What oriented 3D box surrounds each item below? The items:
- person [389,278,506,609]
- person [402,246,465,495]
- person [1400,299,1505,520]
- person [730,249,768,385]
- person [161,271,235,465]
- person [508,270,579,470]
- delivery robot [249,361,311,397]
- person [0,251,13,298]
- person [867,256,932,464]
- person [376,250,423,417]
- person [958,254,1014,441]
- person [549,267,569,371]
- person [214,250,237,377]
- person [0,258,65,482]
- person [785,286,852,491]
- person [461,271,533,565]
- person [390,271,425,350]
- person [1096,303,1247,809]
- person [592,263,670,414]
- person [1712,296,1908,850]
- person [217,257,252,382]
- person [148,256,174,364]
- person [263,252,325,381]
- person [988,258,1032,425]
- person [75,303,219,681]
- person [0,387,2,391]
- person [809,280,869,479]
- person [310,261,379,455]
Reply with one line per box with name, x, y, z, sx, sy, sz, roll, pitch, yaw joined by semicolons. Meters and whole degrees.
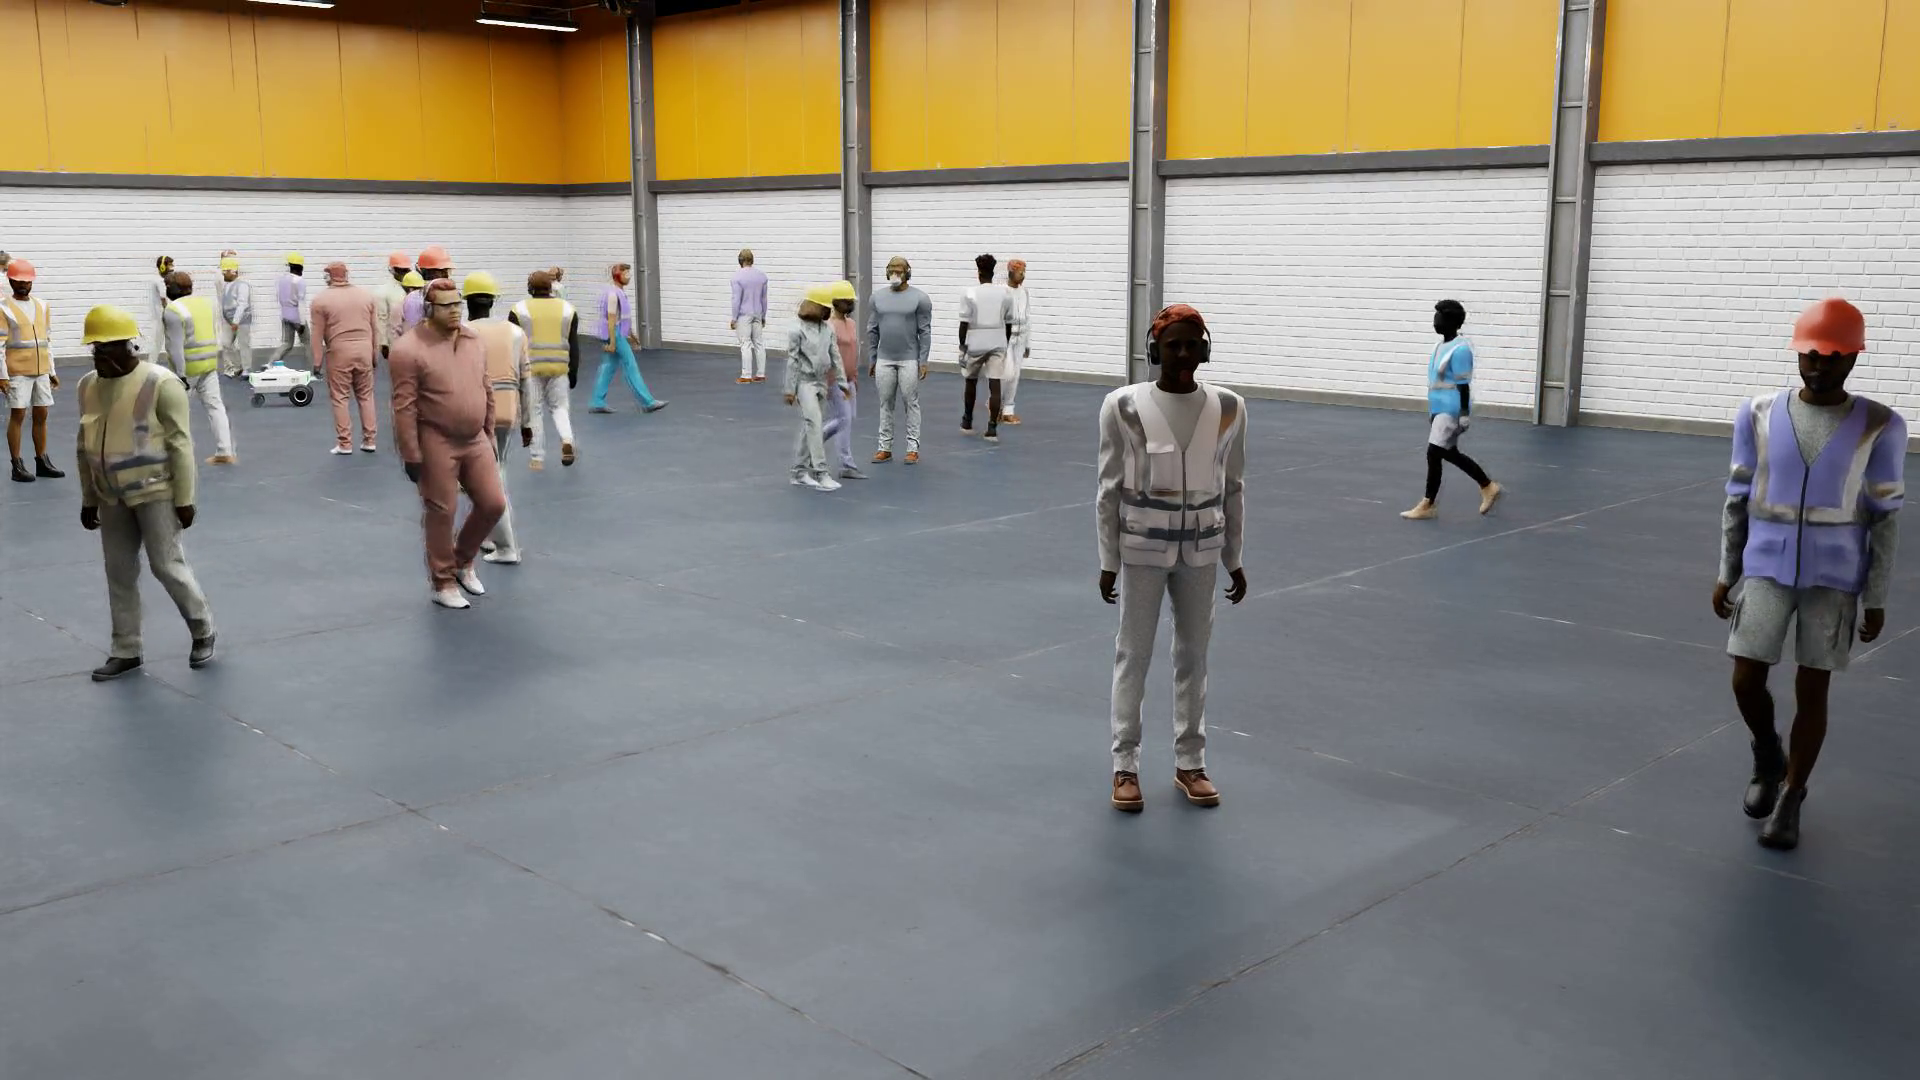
person;-2.899;-0.544;9.509;0.434;1.889;0.678;8;13;36
person;-4.278;-1.380;13.665;0.380;2.044;0.605;3;11;16
person;3.745;-0.976;12.494;0.773;1.669;0.538;-1;10;-3
person;-3.028;-3.198;23.863;0.353;1.936;0.635;10;14;43
person;-7.204;-1.579;15.422;0.926;1.801;0.648;3;11;16
person;-3.752;-1.523;15.054;0.632;1.829;0.557;-5;12;-28
delivery robot;-8.520;-1.998;20.840;0.707;0.478;0.477;-4;11;-19
person;-13.478;-3.091;23.356;0.483;1.910;0.665;-6;12;-29
person;-0.575;-1.674;15.552;0.632;1.940;0.372;3;11;16
person;-6.300;-2.285;18.810;0.930;1.968;0.605;8;13;37
person;0.243;-2.034;17.522;0.617;1.920;0.959;-2;11;-10
person;-6.350;-3.478;26.206;0.514;1.640;0.310;8;13;36
person;-11.010;-3.415;25.148;0.404;1.903;0.636;-5;12;-27
person;-8.102;-1.473;14.495;0.389;1.932;0.553;5;11;24
person;-1.159;-1.265;13.962;0.795;1.702;0.491;8;13;36
person;-3.161;-0.799;10.911;0.846;1.888;0.595;9;14;40
person;-5.738;-1.978;17.731;0.807;1.733;0.541;5;12;26
person;0.789;0.069;6.203;0.573;1.883;0.355;-2;11;-9
person;-3.983;-2.396;19.859;0.956;1.794;0.598;-1;10;-8
person;2.930;0.123;5.787;0.574;1.925;0.409;7;13;34
person;-10.538;-3.193;24.194;0.588;1.807;0.451;8;13;37
person;-11.461;-3.200;24.193;0.936;1.812;0.544;-2;11;-11
person;-9.743;-3.234;24.183;0.591;1.900;0.824;6;12;29
person;0.581;-2.223;18.729;0.601;1.870;0.423;-8;13;-39
person;-3.994;-0.236;8.049;0.604;1.817;0.527;3;11;16
person;-11.048;-2.137;18.930;0.491;1.617;0.525;3;11;16
person;-1.110;-1.412;14.659;0.667;1.749;0.529;5;11;25
person;-6.009;-1.772;16.245;0.668;1.886;0.399;-9;14;-41
